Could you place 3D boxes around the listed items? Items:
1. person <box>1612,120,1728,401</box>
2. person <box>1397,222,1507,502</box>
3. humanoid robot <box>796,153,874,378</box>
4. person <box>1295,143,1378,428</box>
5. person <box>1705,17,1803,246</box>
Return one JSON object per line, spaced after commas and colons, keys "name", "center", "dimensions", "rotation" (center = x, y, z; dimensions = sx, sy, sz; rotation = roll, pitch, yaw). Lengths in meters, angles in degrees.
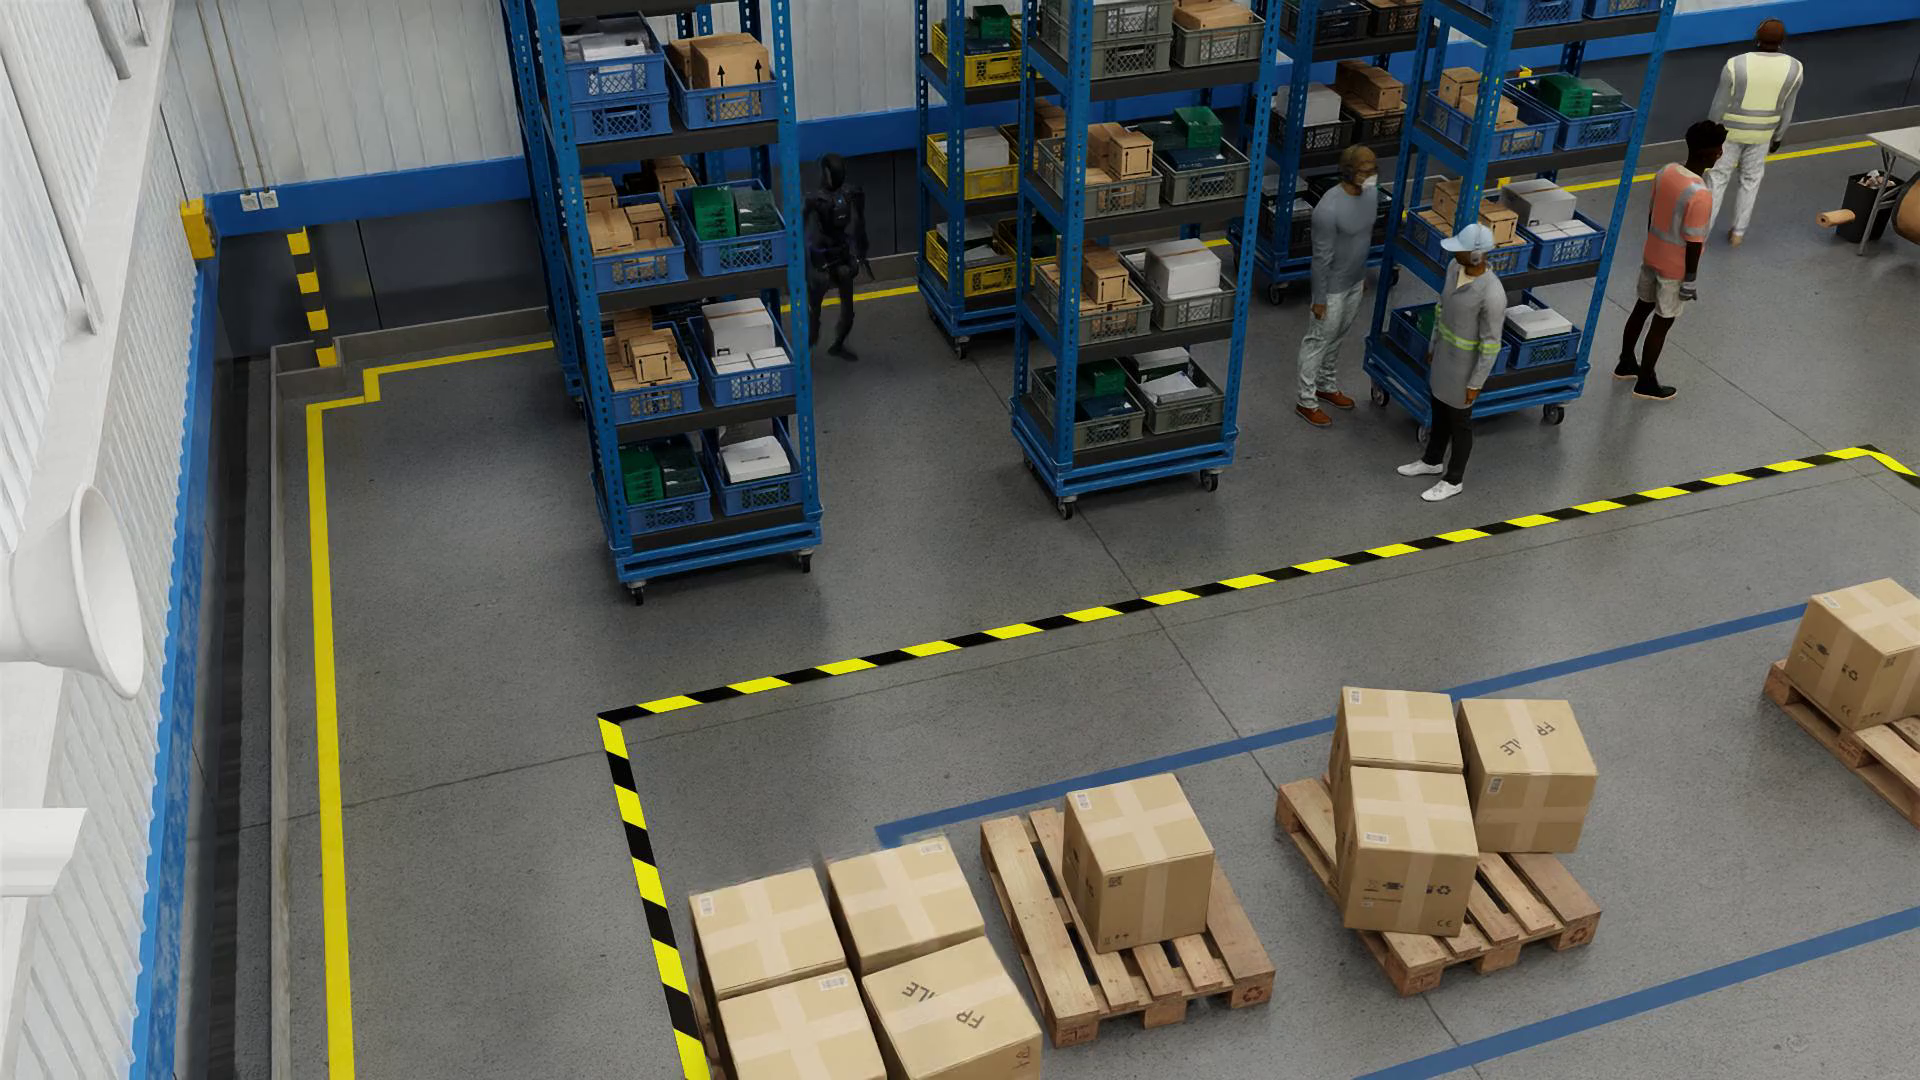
{"name": "person", "center": [4.824, -1.892, 11.266], "dimensions": [0.368, 1.966, 0.603], "rotation": [-5, 35, -7]}
{"name": "person", "center": [3.035, -1.095, 10.234], "dimensions": [0.386, 1.849, 0.596], "rotation": [-8, 36, -12]}
{"name": "humanoid robot", "center": [-0.904, -1.929, 11.579], "dimensions": [0.626, 1.639, 0.385], "rotation": [-24, 42, -30]}
{"name": "person", "center": [2.510, -1.687, 10.999], "dimensions": [0.373, 1.940, 0.629], "rotation": [27, 43, 33]}
{"name": "person", "center": [6.260, -3.246, 13.295], "dimensions": [0.633, 1.839, 0.429], "rotation": [4, 35, 5]}
